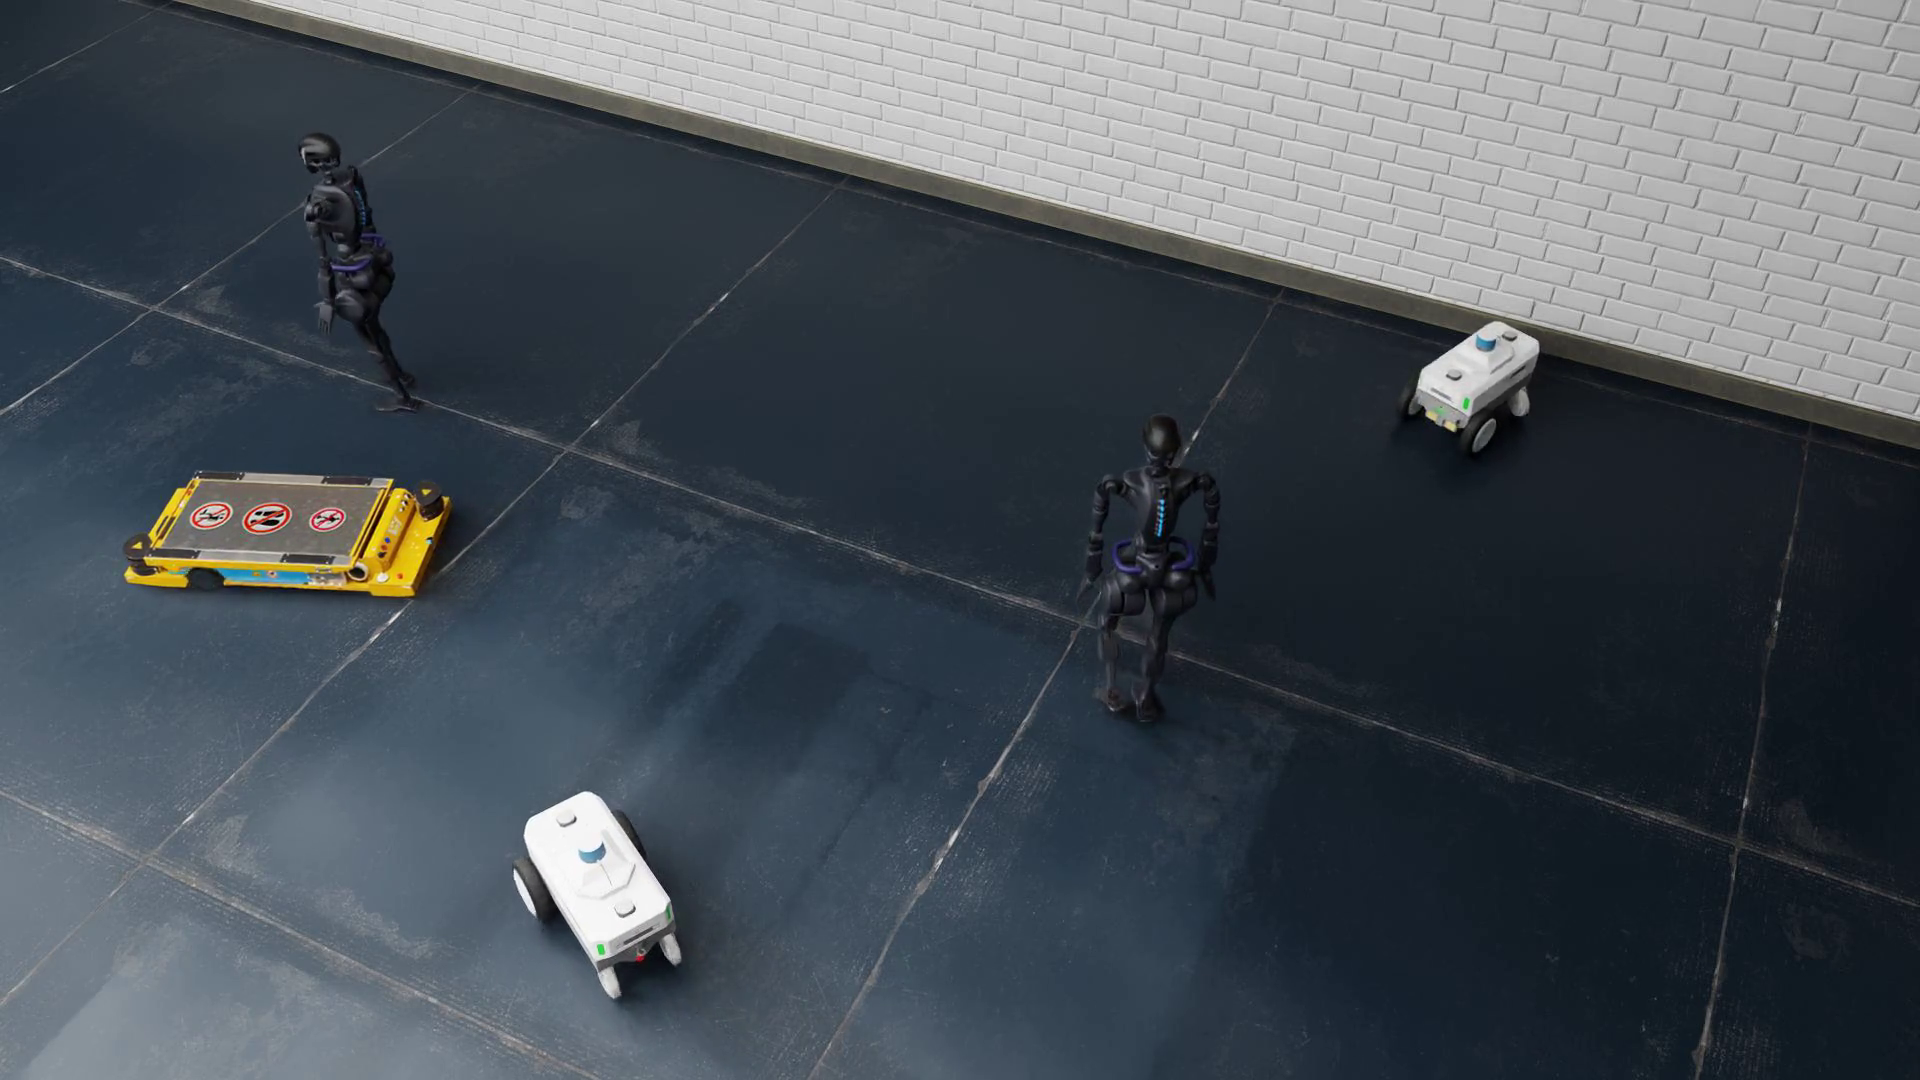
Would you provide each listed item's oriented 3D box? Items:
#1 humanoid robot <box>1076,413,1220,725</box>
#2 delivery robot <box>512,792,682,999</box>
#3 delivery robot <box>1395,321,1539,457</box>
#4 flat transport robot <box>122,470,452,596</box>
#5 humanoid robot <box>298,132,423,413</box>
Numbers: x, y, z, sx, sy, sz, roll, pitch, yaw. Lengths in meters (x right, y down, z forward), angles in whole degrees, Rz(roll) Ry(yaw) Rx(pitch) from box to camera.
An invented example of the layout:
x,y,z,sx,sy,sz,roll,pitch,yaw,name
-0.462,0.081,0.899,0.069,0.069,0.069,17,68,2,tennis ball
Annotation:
x,y,z,sx,sy,sz,roll,pitch,yaw,name
0.804,0.137,7.069,0.608,1.644,0.327,-4,43,-4,humanoid robot
-1.429,1.361,6.580,0.499,0.598,0.791,-25,49,-25,delivery robot
2.767,-0.857,8.966,0.761,0.590,0.499,-32,52,-30,delivery robot
-3.340,-0.032,8.290,1.431,0.231,0.659,2,43,3,flat transport robot
-3.138,-1.367,8.698,0.373,1.652,0.591,8,43,8,humanoid robot
